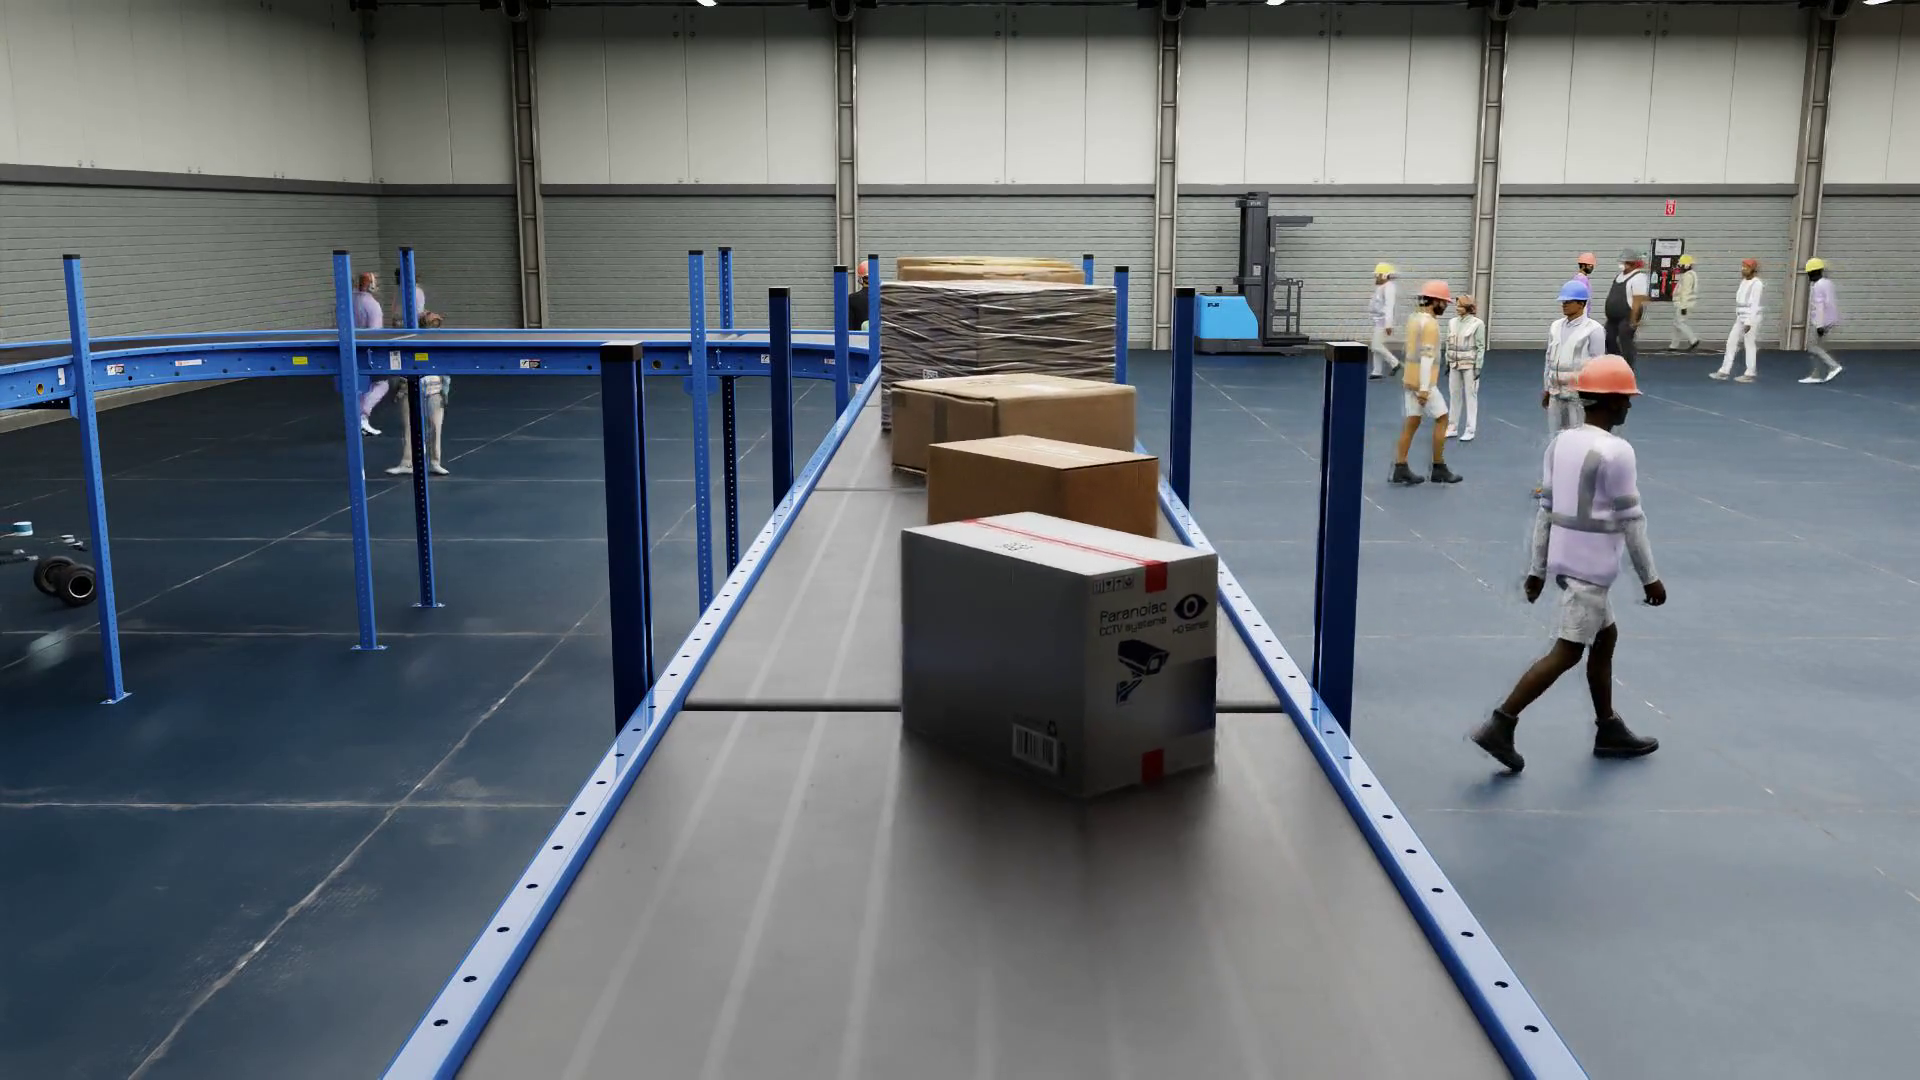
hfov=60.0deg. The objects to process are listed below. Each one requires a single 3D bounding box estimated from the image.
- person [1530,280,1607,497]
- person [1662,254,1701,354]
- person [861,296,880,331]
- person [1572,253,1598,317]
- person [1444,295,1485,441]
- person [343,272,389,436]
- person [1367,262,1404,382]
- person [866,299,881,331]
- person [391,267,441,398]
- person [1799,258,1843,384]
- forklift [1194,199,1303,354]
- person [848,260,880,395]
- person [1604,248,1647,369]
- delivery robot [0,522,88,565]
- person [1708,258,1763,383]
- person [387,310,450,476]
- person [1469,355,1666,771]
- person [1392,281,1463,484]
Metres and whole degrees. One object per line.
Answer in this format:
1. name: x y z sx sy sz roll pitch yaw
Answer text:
1. person: 5.402 -1.315 14.720 0.400 1.949 0.605 -5 12 -25
2. person: 13.314 -4.330 30.563 0.631 1.819 0.601 6 13 28
3. person: -0.877 -1.927 18.703 0.513 1.627 0.293 5 12 25
4. person: 9.785 -3.539 26.196 0.376 1.931 0.542 1 11 5
5. person: 5.676 -1.940 18.738 0.314 1.636 0.515 -7 13 -30
6. person: -6.811 -2.119 19.055 0.650 1.880 0.433 8 14 35
7. person: 6.484 -3.332 25.422 0.499 1.818 0.598 1 11 6
8. person: -0.875 -1.723 17.586 0.874 1.640 0.548 -2 11 -11
9. person: -7.641 -2.922 23.302 0.704 1.826 0.635 -10 15 -42
10. person: 12.953 -3.291 25.037 0.593 1.895 0.593 7 13 33
11. forklift: 5.313 -4.851 30.603 1.873 2.768 1.129 0 11 1
12. person: -1.054 -2.246 19.382 0.612 1.997 0.375 -3 12 -17
13. person: 10.163 -3.435 25.490 0.537 2.000 0.709 -2 11 -8
14. delivery robot: -6.051 0.000 10.753 0.335 0.223 0.698 11 15 43
15. person: 11.800 -3.321 25.223 0.730 1.866 0.610 0 11 -1
16. person: -5.277 -1.415 16.112 0.665 1.606 0.339 -2 11 -13
17. person: 2.782 0.107 7.572 0.967 1.904 0.540 -2 11 -8
18. person: 4.452 -1.470 15.635 0.792 1.898 0.566 0 11 -2
